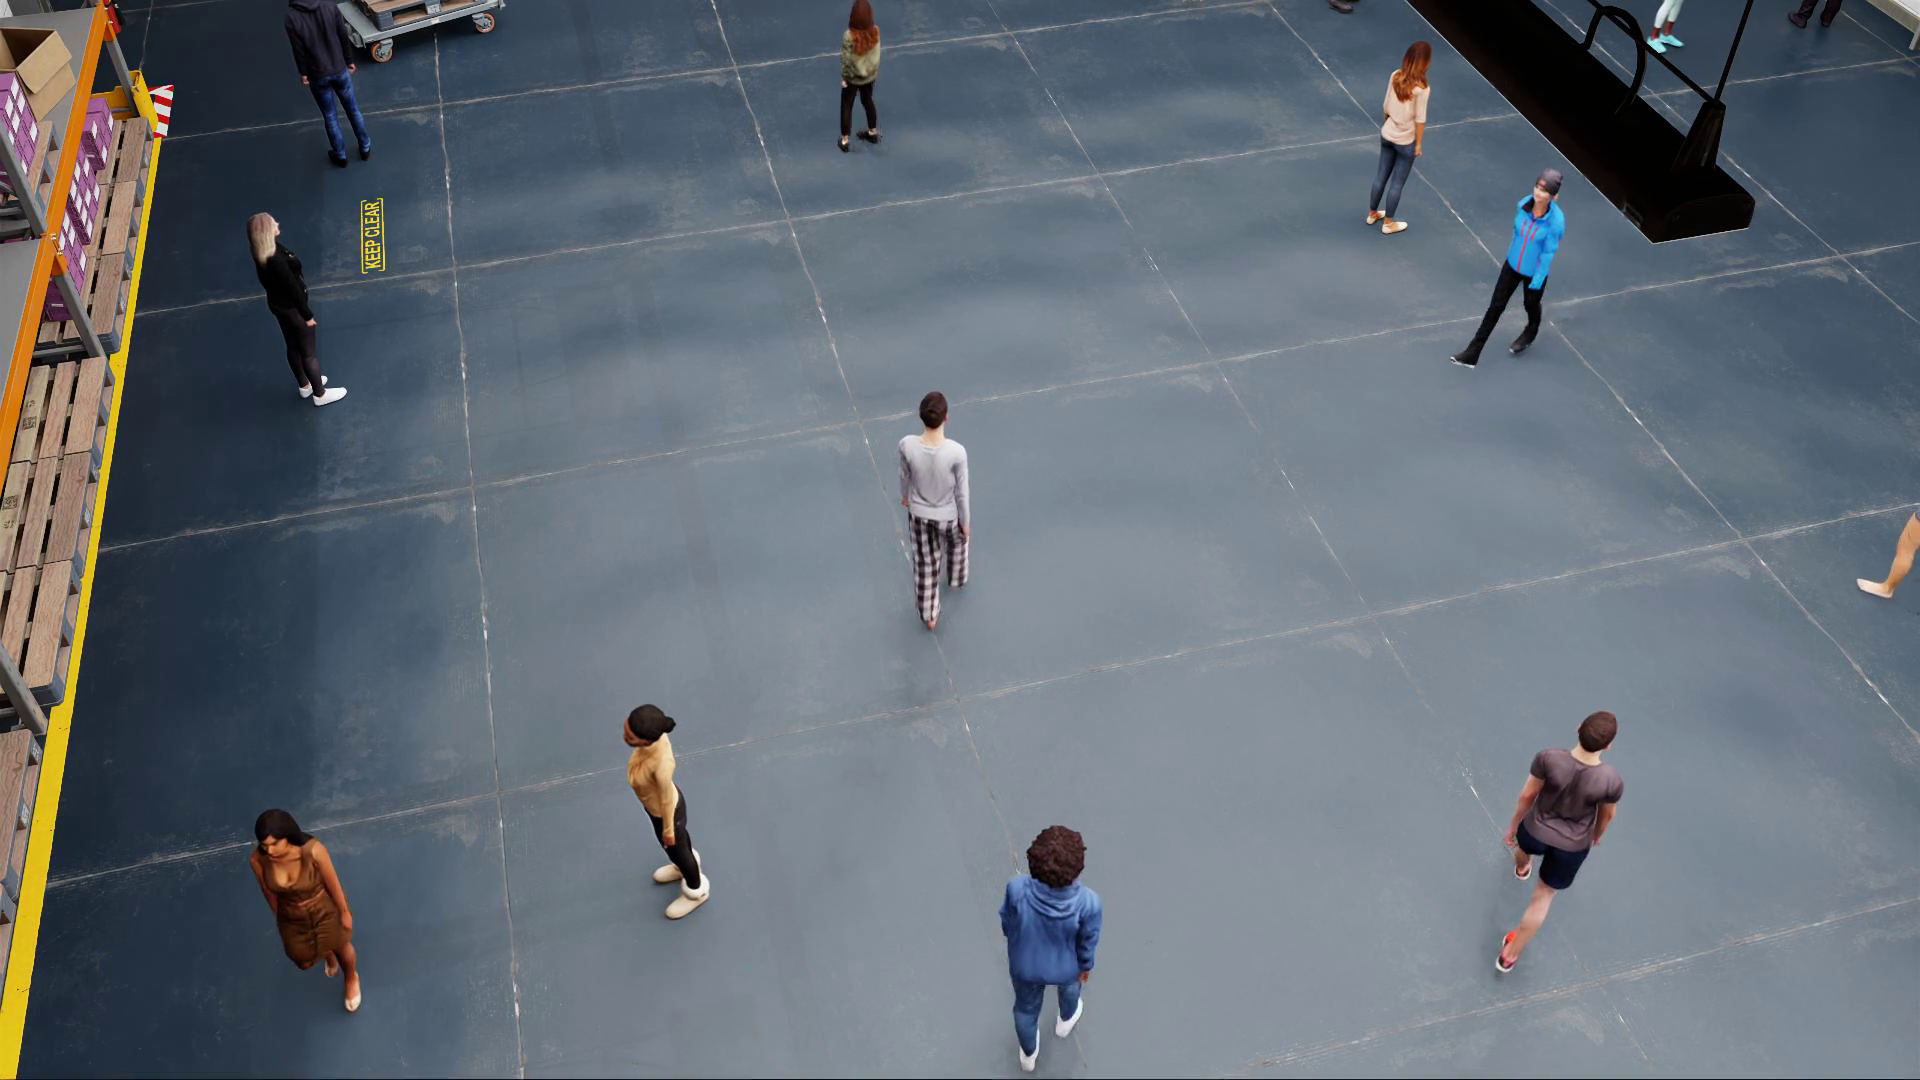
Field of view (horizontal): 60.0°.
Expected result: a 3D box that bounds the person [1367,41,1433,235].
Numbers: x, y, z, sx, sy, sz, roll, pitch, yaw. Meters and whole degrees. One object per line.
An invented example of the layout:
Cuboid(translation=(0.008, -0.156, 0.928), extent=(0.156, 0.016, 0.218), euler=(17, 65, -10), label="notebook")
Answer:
Cuboid(translation=(3.852, -3.527, 14.572), extent=(0.719, 1.792, 0.572), euler=(-26, 49, -24), label="person")

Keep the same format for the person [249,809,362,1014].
Cuboid(translation=(-3.453, 1.921, 8.933), extent=(0.577, 1.680, 0.665), euler=(-6, 44, -7), label="person")

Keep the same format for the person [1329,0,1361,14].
Cuboid(translation=(4.212, -6.587, 17.779), extent=(0.762, 1.799, 0.707), euler=(24, 48, 23), label="person")

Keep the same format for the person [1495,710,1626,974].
Cuboid(translation=(3.231, 1.686, 9.092), extent=(1.150, 1.801, 1.231), euler=(20, 47, 20), label="person")

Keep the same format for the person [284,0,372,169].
Cuboid(translation=(-5.848, -4.350, 15.361), extent=(0.745, 1.894, 0.695), euler=(-25, 49, -24), label="person")

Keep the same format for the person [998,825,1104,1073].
Cuboid(translation=(0.428, 2.194, 8.567), extent=(0.829, 1.791, 0.866), euler=(5, 44, 5), label="person")

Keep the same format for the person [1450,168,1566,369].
Cuboid(translation=(4.540, -2.140, 13.143), extent=(0.934, 1.753, 1.170), euler=(-23, 48, -22), label="person")

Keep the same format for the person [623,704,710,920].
Cuboid(translation=(-1.663, 1.498, 9.394), extent=(0.657, 1.657, 0.504), euler=(-14, 45, -15), label="person")

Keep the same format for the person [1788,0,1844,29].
Cuboid(translation=(9.245, -6.287, 17.430), extent=(0.782, 1.846, 0.690), euler=(0, 44, 0), label="person")

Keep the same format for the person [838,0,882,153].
Cuboid(translation=(-0.901, -4.393, 15.716), extent=(0.710, 1.467, 0.664), euler=(-34, 53, -30), label="person")

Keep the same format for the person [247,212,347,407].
Cuboid(translation=(-5.169, -1.778, 12.813), extent=(0.657, 1.686, 0.757), euler=(30, 51, 28), label="person")

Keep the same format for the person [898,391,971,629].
Cuboid(translation=(-0.179, -0.128, 10.978), extent=(0.919, 1.827, 1.046), euler=(9, 44, 10), label="person")
